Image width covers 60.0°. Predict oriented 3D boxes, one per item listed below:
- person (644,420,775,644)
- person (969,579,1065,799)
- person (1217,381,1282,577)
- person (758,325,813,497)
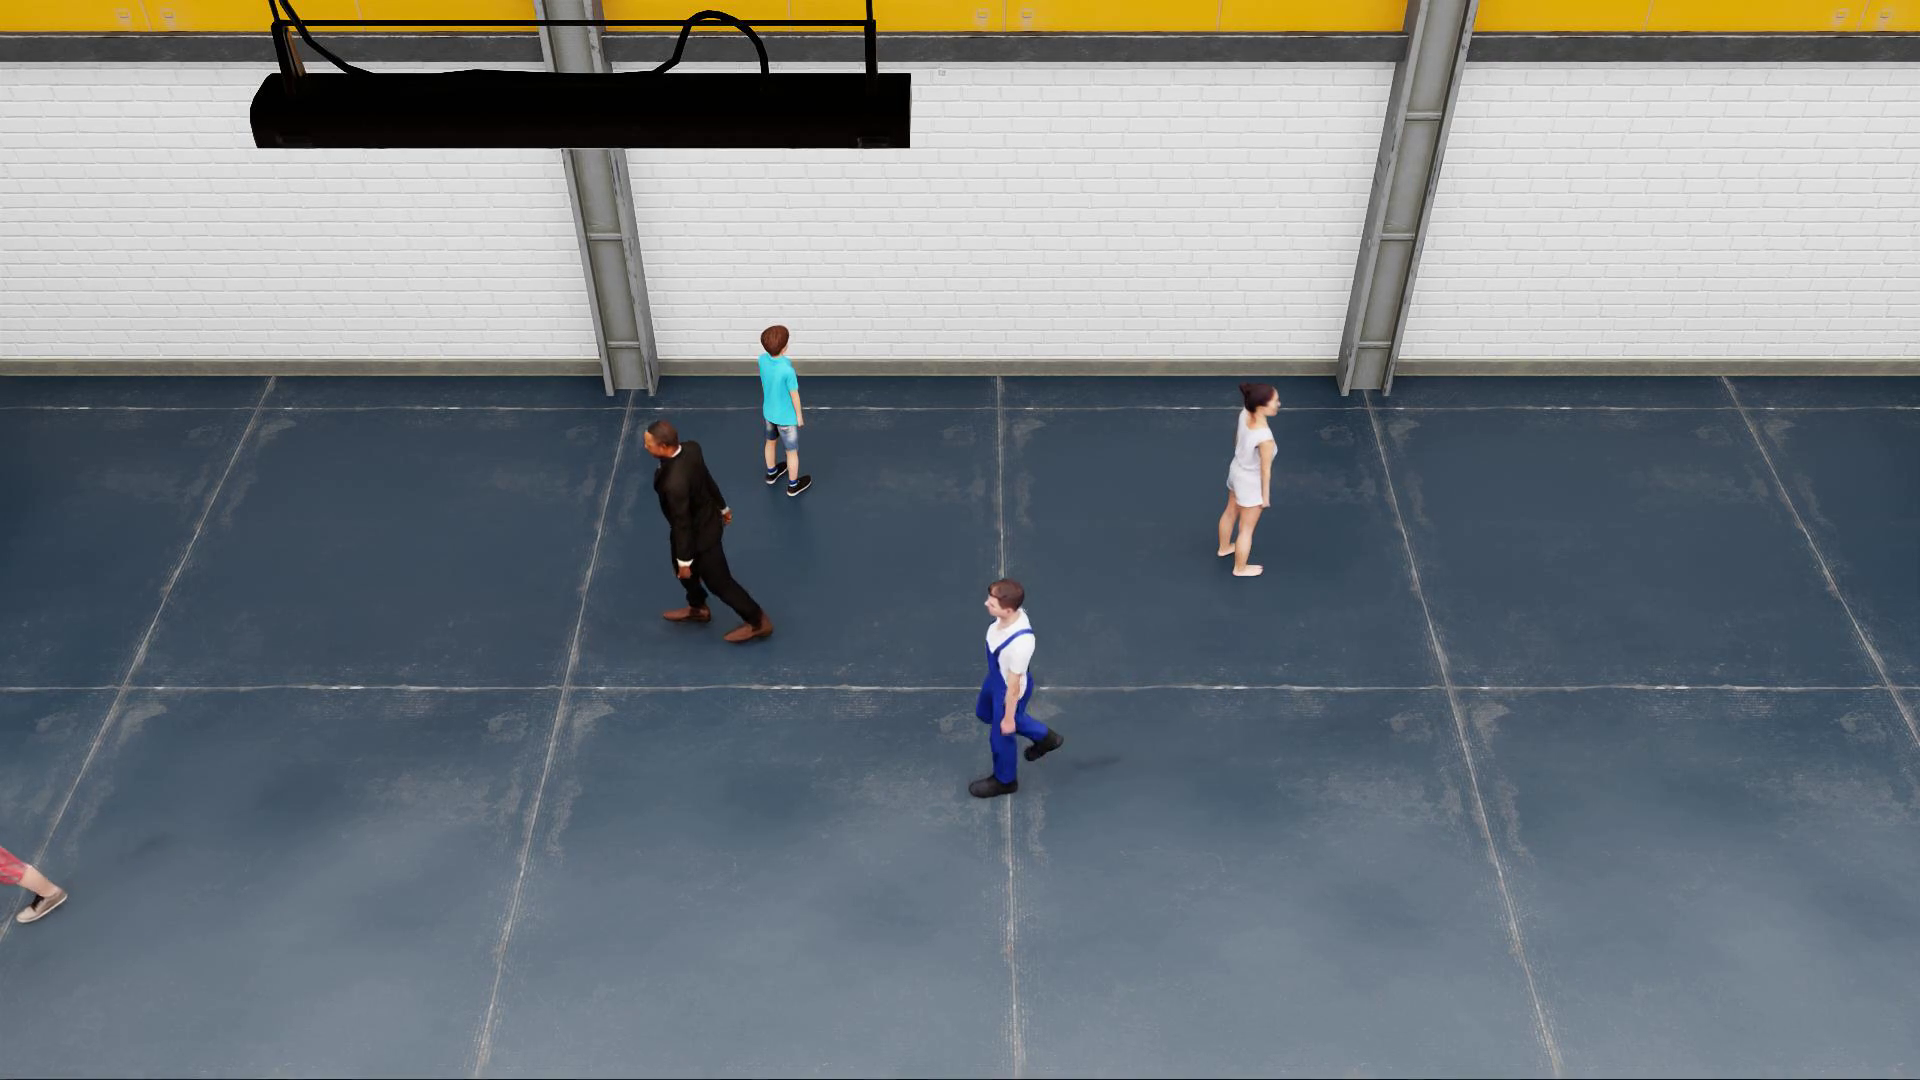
[{"bbox_3d":[-1.673,-0.028,11.026,1.003,1.848,0.778,0,44,0],"label":"person"},{"bbox_3d":[0.380,0.896,10.063,0.924,1.838,0.729,-9,44,-9],"label":"person"},{"bbox_3d":[2.018,-0.434,11.624,0.602,1.611,0.621,-15,46,-15],"label":"person"},{"bbox_3d":[-1.334,-0.969,12.304,0.570,1.448,0.648,29,50,27],"label":"person"}]
